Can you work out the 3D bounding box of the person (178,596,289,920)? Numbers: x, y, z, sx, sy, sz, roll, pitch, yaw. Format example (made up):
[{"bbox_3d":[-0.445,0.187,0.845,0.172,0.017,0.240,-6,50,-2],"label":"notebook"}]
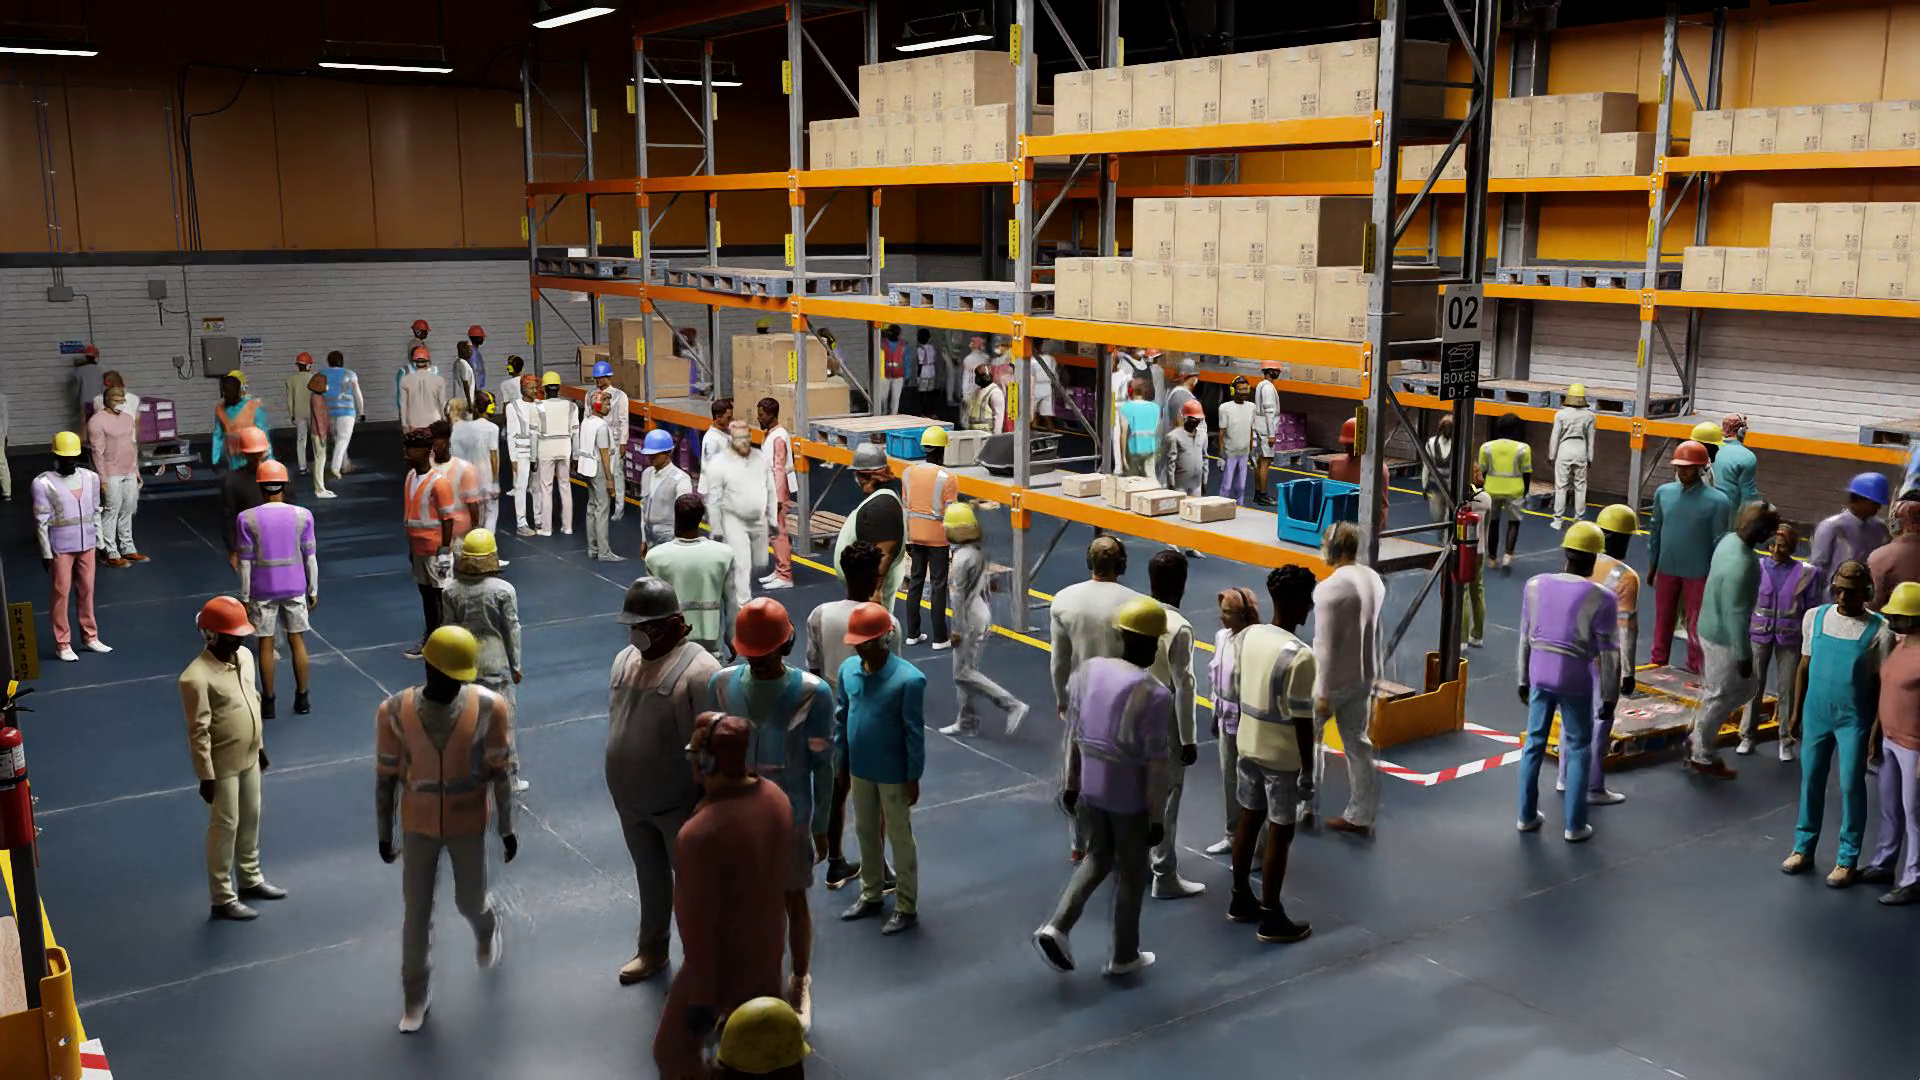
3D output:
[{"bbox_3d":[-3.837,1.142,8.788,0.352,1.738,0.573,1,11,7],"label":"person"}]

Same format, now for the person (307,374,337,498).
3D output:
[{"bbox_3d":[-8.428,-1.375,21.932,0.271,1.632,0.503,-5,12,-23],"label":"person"}]

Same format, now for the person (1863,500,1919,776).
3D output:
[{"bbox_3d":[6.149,0.695,10.749,0.695,1.870,0.790,-3,11,-15],"label":"person"}]

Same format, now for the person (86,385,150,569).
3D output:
[{"bbox_3d":[-8.905,-0.677,17.597,0.371,1.934,0.627,2,11,10],"label":"person"}]

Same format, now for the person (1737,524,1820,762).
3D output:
[{"bbox_3d":[5.561,0.691,11.373,0.524,1.631,0.319,6,13,29],"label":"person"}]

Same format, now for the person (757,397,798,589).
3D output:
[{"bbox_3d":[-1.835,-0.477,16.655,0.404,1.906,0.598,-3,11,-15],"label":"person"}]

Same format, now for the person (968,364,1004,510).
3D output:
[{"bbox_3d":[0.317,-1.312,21.077,0.429,1.841,0.633,-5,12,-23],"label":"person"}]

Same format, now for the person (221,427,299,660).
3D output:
[{"bbox_3d":[-5.786,0.028,13.875,0.655,1.966,0.436,-10,15,-40],"label":"person"}]

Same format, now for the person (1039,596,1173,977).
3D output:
[{"bbox_3d":[0.728,1.213,8.009,0.644,1.899,0.612,-10,15,-41],"label":"person"}]

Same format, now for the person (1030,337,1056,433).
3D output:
[{"bbox_3d":[1.207,-2.252,25.714,0.631,1.909,1.028,-6,12,-27],"label":"person"}]

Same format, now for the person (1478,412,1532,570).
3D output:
[{"bbox_3d":[5.644,-0.495,17.302,0.572,1.685,0.368,5,12,25],"label":"person"}]

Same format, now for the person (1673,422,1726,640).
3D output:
[{"bbox_3d":[6.442,-0.081,14.584,0.397,1.920,0.587,10,15,42],"label":"person"}]

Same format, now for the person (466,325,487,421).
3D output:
[{"bbox_3d":[-7.825,-2.516,26.994,0.376,1.936,0.549,-4,12,-18],"label":"person"}]

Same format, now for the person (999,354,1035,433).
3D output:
[{"bbox_3d":[0.821,-1.848,24.041,0.518,1.756,0.345,0,11,1],"label":"person"}]

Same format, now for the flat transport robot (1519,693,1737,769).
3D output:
[{"bbox_3d":[4.686,1.319,11.646,1.431,0.197,0.652,-6,13,-27],"label":"flat transport robot"}]

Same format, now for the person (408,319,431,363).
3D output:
[{"bbox_3d":[-8.959,-2.671,27.671,0.406,1.986,0.612,0,11,1],"label":"person"}]

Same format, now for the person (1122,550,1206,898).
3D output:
[{"bbox_3d":[1.083,0.997,9.074,0.392,1.916,0.591,-6,13,-29],"label":"person"}]

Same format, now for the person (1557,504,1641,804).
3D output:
[{"bbox_3d":[4.044,0.722,10.492,0.401,1.915,0.591,-4,12,-21],"label":"person"}]

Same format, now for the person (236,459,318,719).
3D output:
[{"bbox_3d":[-5.045,0.361,12.314,0.549,1.924,0.386,-7,13,-33],"label":"person"}]

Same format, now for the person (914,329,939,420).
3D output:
[{"bbox_3d":[-0.605,-2.925,29.772,0.377,1.700,0.586,5,12,26],"label":"person"}]

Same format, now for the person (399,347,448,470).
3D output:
[{"bbox_3d":[-7.028,-1.533,21.851,0.618,1.986,0.408,-3,12,-16],"label":"person"}]

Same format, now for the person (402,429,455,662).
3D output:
[{"bbox_3d":[-4.397,0.052,13.777,0.608,1.966,0.370,11,15,43],"label":"person"}]

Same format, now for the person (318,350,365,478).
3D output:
[{"bbox_3d":[-8.849,-1.795,23.659,0.621,1.805,0.930,1,11,7],"label":"person"}]

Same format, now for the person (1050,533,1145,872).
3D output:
[{"bbox_3d":[0.816,0.917,9.420,0.627,1.941,0.374,6,12,26],"label":"person"}]

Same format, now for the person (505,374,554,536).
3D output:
[{"bbox_3d":[-4.999,-0.991,19.342,0.353,1.880,0.576,9,14,39],"label":"person"}]

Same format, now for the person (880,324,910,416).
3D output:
[{"bbox_3d":[-1.186,-2.866,29.071,0.649,1.825,0.429,-1,11,-6],"label":"person"}]

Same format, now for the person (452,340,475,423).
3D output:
[{"bbox_3d":[-7.420,-2.070,24.967,0.345,1.840,0.504,-7,13,-31],"label":"person"}]

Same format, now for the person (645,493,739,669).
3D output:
[{"bbox_3d":[-1.738,0.646,10.855,0.593,1.921,0.388,-3,11,-14],"label":"person"}]

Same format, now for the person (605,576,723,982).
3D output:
[{"bbox_3d":[-1.439,1.159,7.921,0.681,2.000,0.535,7,13,32],"label":"person"}]

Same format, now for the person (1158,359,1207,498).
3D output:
[{"bbox_3d":[2.743,-1.199,19.987,0.888,2.000,0.689,-2,11,-11],"label":"person"}]

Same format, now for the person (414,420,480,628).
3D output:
[{"bbox_3d":[-4.528,-0.133,14.848,0.610,1.931,0.906,2,11,9],"label":"person"}]

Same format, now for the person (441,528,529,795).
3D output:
[{"bbox_3d":[-3.022,0.787,10.591,0.487,1.744,0.297,0,11,2],"label":"person"}]

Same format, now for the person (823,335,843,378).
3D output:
[{"bbox_3d":[-2.037,-2.252,25.837,0.508,1.865,0.329,8,14,37],"label":"person"}]

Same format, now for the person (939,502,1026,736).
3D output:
[{"bbox_3d":[0.138,0.586,11.676,0.601,1.716,0.495,3,11,14],"label":"person"}]

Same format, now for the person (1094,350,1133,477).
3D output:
[{"bbox_3d":[2.224,-1.792,23.555,0.575,1.849,0.880,7,13,31],"label":"person"}]

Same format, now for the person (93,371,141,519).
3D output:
[{"bbox_3d":[-10.401,-1.171,20.484,0.627,1.789,0.885,-11,15,-43],"label":"person"}]

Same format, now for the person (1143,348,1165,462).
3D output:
[{"bbox_3d":[2.885,-2.054,25.099,0.338,1.749,0.573,5,12,24],"label":"person"}]

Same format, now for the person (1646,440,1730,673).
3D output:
[{"bbox_3d":[5.586,0.221,12.839,0.391,1.995,0.613,-9,14,-37],"label":"person"}]

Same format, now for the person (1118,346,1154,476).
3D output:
[{"bbox_3d":[2.466,-1.950,23.832,0.623,2.000,0.828,9,15,40],"label":"person"}]

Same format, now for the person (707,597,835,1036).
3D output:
[{"bbox_3d":[-0.868,1.243,7.507,0.605,2.035,0.384,2,11,12],"label":"person"}]

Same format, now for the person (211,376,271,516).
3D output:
[{"bbox_3d":[-8.262,-0.920,18.952,0.617,1.883,0.864,2,11,12],"label":"person"}]

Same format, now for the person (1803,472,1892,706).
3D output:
[{"bbox_3d":[6.308,0.440,11.924,0.627,1.912,0.621,-4,12,-20],"label":"person"}]

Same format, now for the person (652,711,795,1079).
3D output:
[{"bbox_3d":[-0.920,1.559,6.270,0.609,1.885,0.672,6,12,26],"label":"person"}]

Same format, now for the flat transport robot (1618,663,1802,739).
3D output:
[{"bbox_3d":[5.438,1.168,12.417,0.652,0.197,1.431,-6,13,-27],"label":"flat transport robot"}]
